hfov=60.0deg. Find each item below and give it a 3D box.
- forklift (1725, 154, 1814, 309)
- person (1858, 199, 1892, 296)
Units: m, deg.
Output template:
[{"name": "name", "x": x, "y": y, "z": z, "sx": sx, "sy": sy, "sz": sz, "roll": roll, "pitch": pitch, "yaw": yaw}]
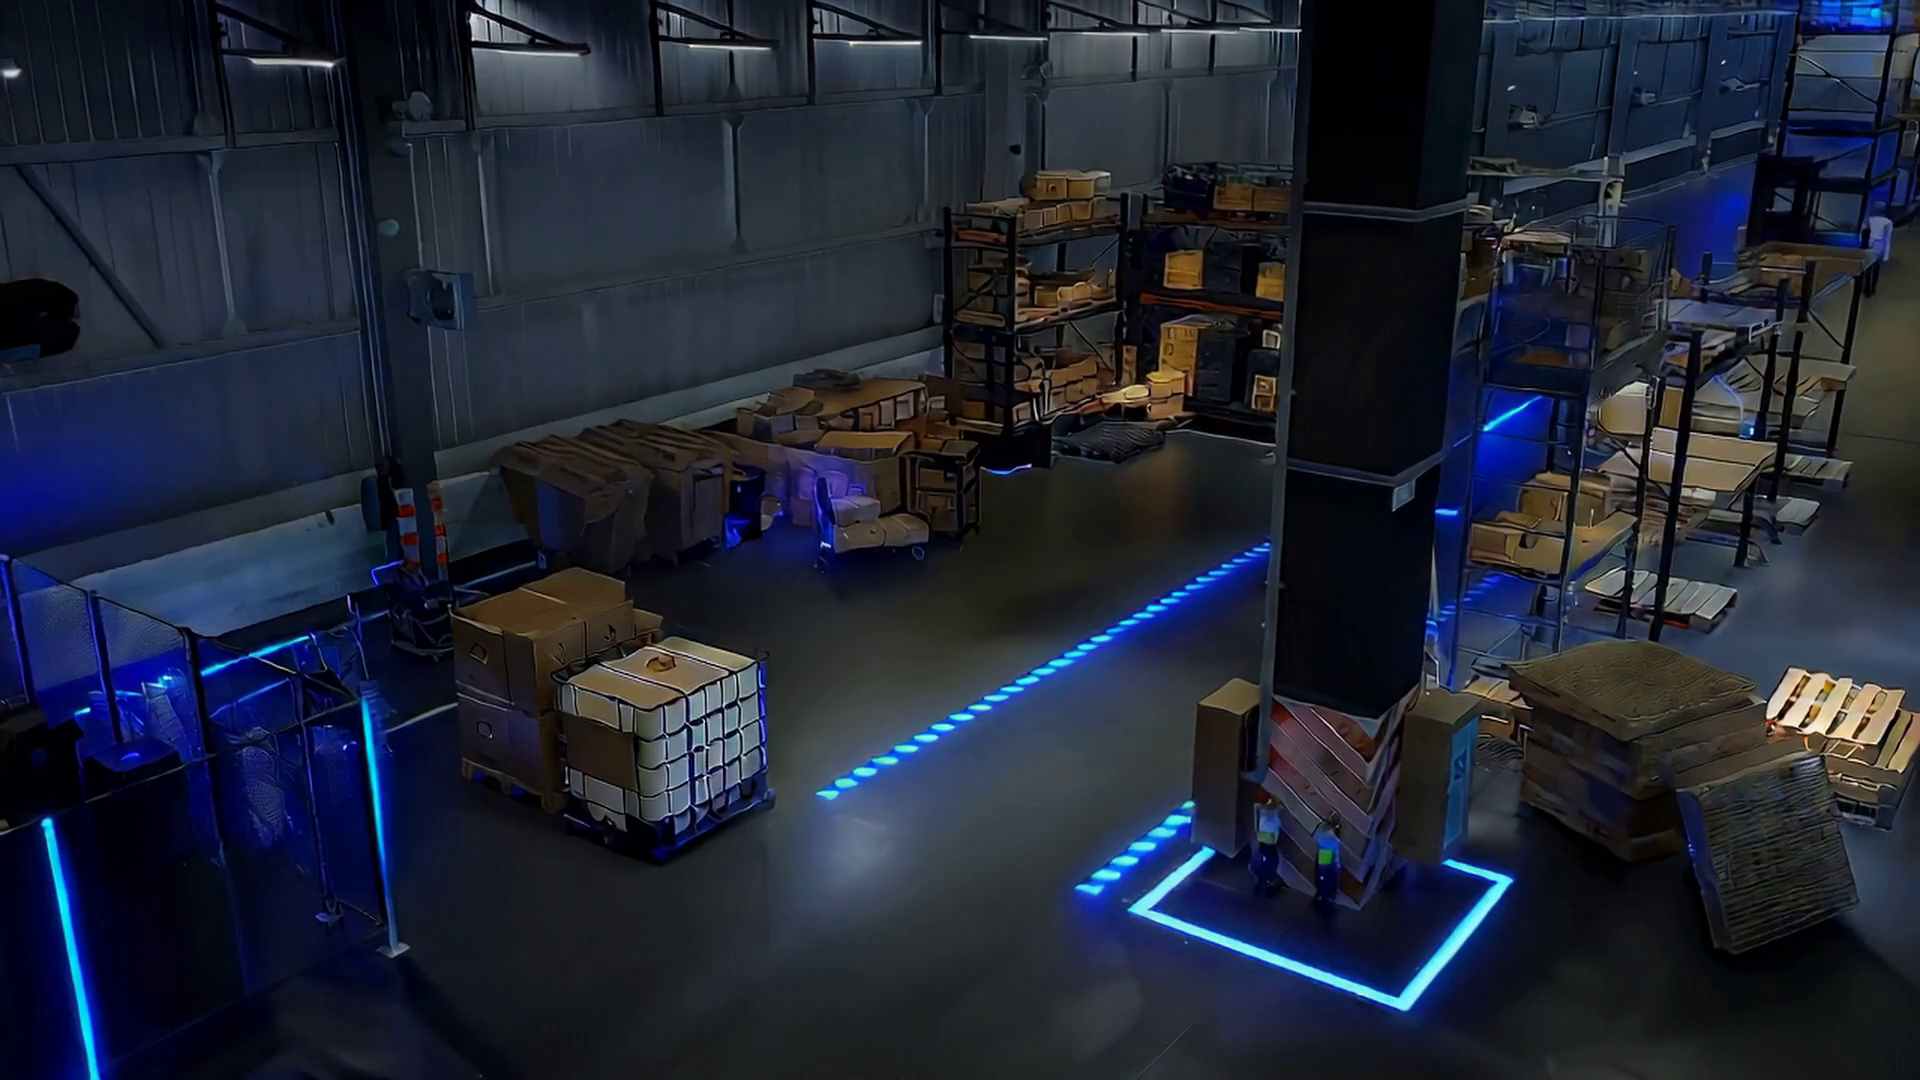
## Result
[{"name": "forklift", "x": 15.588, "y": -5.944, "z": 31.812, "sx": 1.129, "sy": 2.768, "sz": 1.873, "roll": 13, "pitch": 22, "yaw": 34}, {"name": "person", "x": 17.928, "y": -5.717, "z": 32.647, "sx": 0.575, "sy": 1.917, "sz": 0.571, "roll": 9, "pitch": 20, "yaw": 25}]
